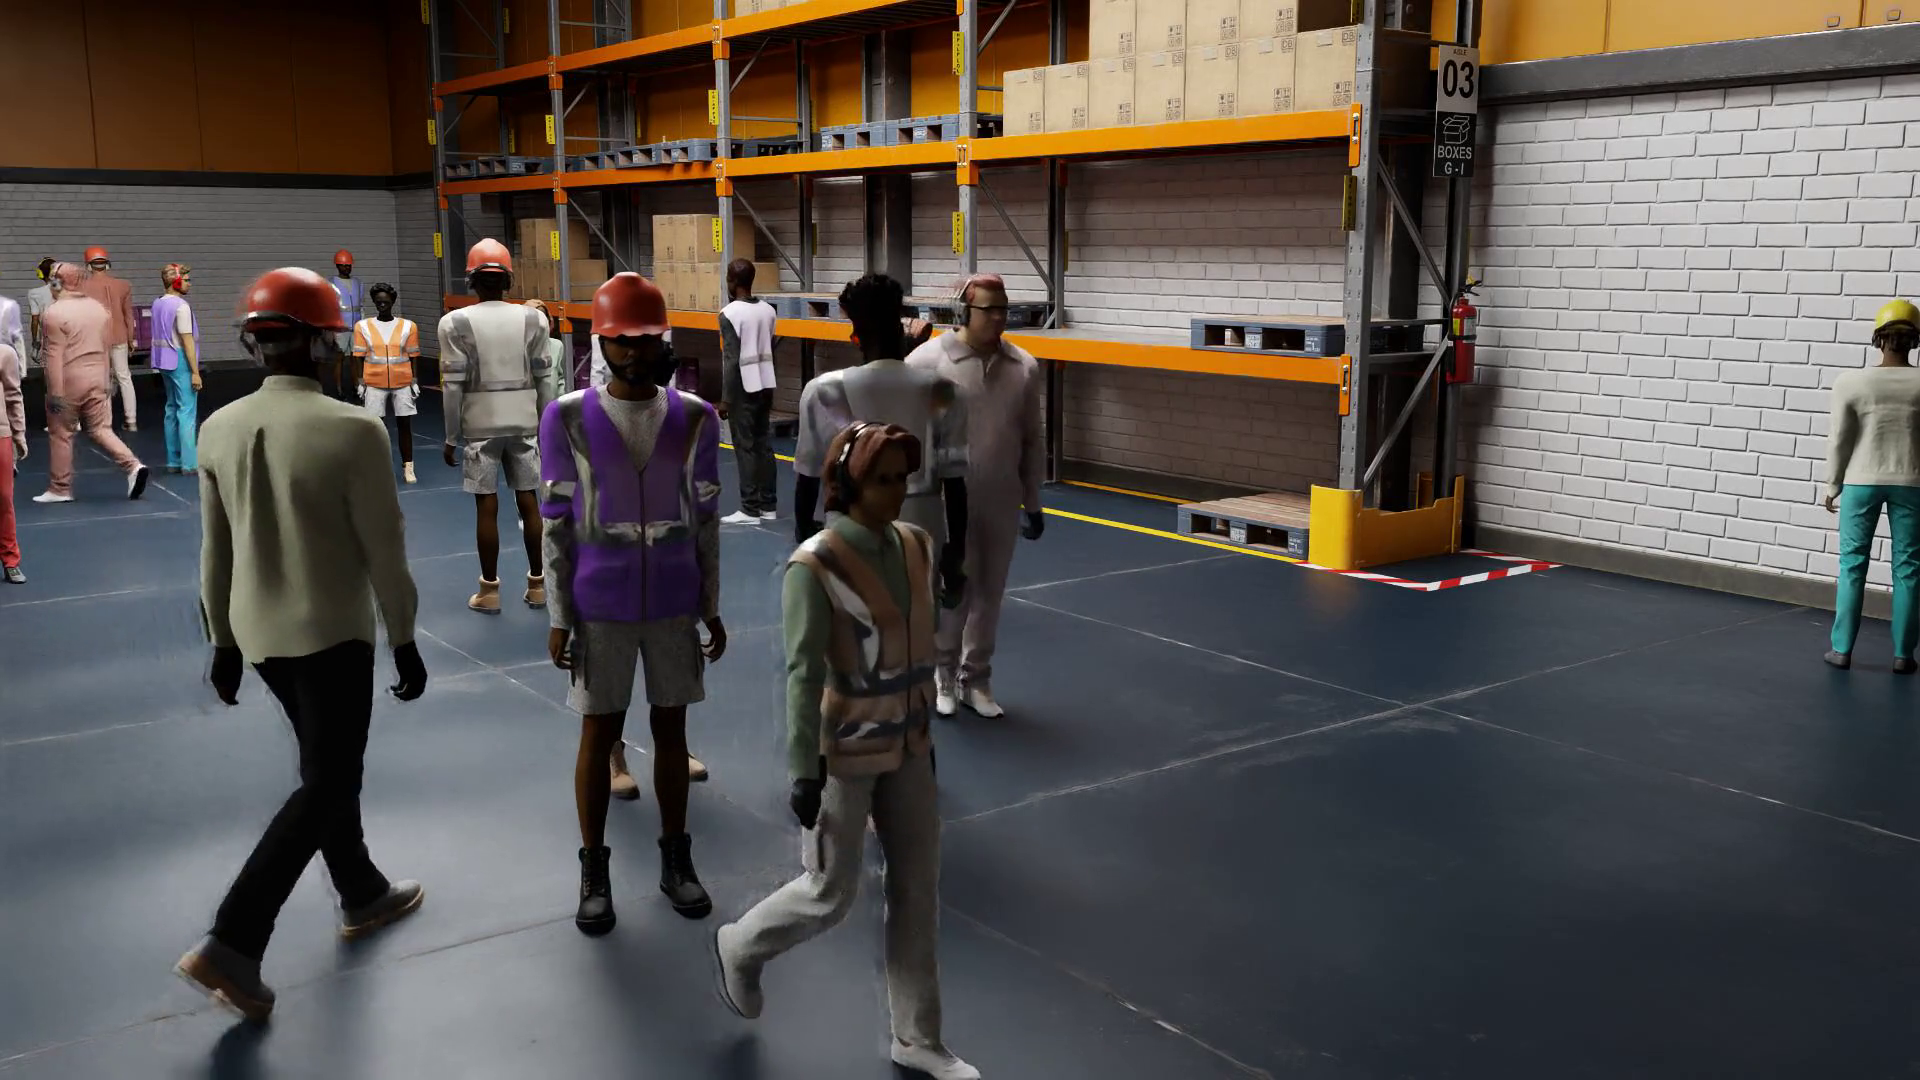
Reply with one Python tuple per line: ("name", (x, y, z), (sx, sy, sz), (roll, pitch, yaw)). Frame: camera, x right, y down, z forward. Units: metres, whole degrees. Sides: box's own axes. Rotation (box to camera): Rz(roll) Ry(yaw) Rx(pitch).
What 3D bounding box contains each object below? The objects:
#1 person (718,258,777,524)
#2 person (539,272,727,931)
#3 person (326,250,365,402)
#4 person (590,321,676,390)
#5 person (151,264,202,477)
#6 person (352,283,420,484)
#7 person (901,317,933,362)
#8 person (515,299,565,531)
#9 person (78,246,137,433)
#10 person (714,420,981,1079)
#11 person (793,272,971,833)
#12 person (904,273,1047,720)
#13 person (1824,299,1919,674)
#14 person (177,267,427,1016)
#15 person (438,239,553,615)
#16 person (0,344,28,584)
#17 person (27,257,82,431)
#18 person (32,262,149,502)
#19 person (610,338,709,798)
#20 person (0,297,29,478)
("person", (-1.523, -1.069, 12.025), (0.372, 1.916, 0.596), (5, 11, 27))
("person", (-0.956, 0.185, 4.937), (0.542, 1.939, 0.362), (-4, 11, -21))
("person", (-7.805, -2.719, 21.206), (0.356, 1.937, 0.552), (8, 13, 39))
("person", (-2.368, -1.023, 12.064), (0.618, 1.805, 0.586), (-2, 10, -11))
("person", (-6.802, -1.470, 14.471), (0.570, 1.842, 0.379), (8, 13, 39))
("person", (-4.789, -1.299, 13.931), (0.535, 1.697, 0.318), (-4, 11, -21))
("person", (-0.326, -0.427, 9.246), (0.463, 1.620, 0.528), (4, 11, 23))
("person", (-2.966, -0.872, 11.713), (0.270, 1.632, 0.507), (8, 13, 37))
("person", (-9.142, -2.136, 17.789), (0.395, 1.990, 0.619), (7, 12, 36))
("person", (-0.285, 0.507, 4.056), (0.682, 1.614, 0.521), (8, 13, 37))
("person", (-0.297, 0.011, 5.980), (0.606, 1.909, 0.942), (-2, 10, -13))
("person", (0.074, -0.169, 7.020), (0.657, 1.893, 0.433), (-5, 11, -26))
("person", (4.364, -0.246, 7.847), (0.523, 1.767, 0.313), (4, 11, 23))
("person", (-1.802, 0.250, 4.500), (0.625, 1.974, 0.858), (4, 11, 24))
("person", (-2.532, -0.612, 9.109), (0.605, 2.045, 0.378), (-6, 12, -29))
("person", (-5.783, -0.592, 9.775), (0.534, 1.767, 0.319), (-7, 12, -33))
("person", (-9.709, -2.090, 17.872), (0.514, 1.873, 0.328), (-9, 14, -42))
("person", (-6.848, -1.215, 12.946), (0.824, 1.883, 0.663), (2, 10, 11))
("person", (-1.150, 0.087, 6.163), (0.536, 1.695, 0.322), (-8, 13, -39))
("person", (-8.286, -1.433, 14.143), (0.619, 1.876, 0.958), (-6, 12, -29))
